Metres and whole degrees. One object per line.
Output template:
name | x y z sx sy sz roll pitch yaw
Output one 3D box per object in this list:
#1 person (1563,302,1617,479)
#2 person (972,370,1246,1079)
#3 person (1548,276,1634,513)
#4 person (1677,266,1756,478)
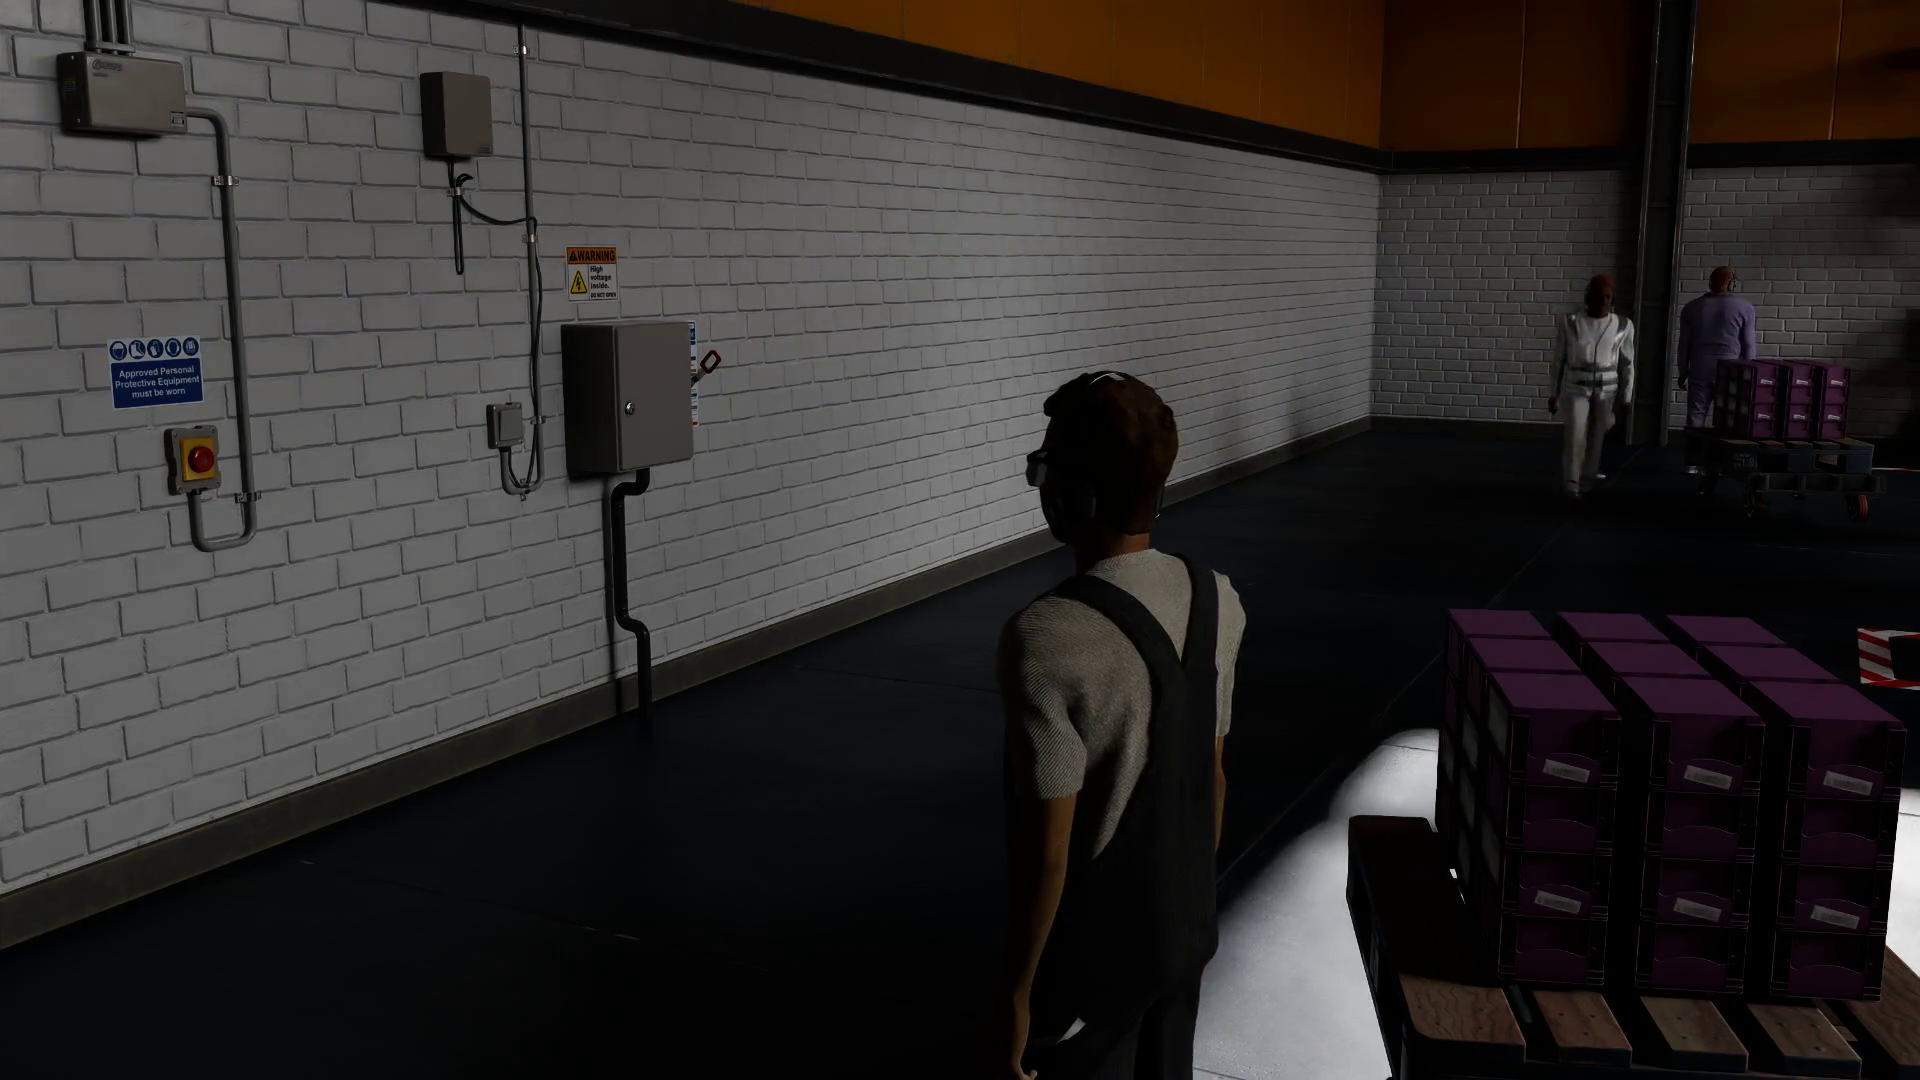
person | 5.693 -1.355 14.911 0.369 1.619 0.530 7 12 34
person | 0.227 0.657 2.638 0.345 1.846 0.506 9 13 42
person | 4.940 -1.125 12.984 0.602 1.831 0.973 2 10 13
person | 6.838 -1.517 15.046 0.652 1.906 0.402 7 12 36
